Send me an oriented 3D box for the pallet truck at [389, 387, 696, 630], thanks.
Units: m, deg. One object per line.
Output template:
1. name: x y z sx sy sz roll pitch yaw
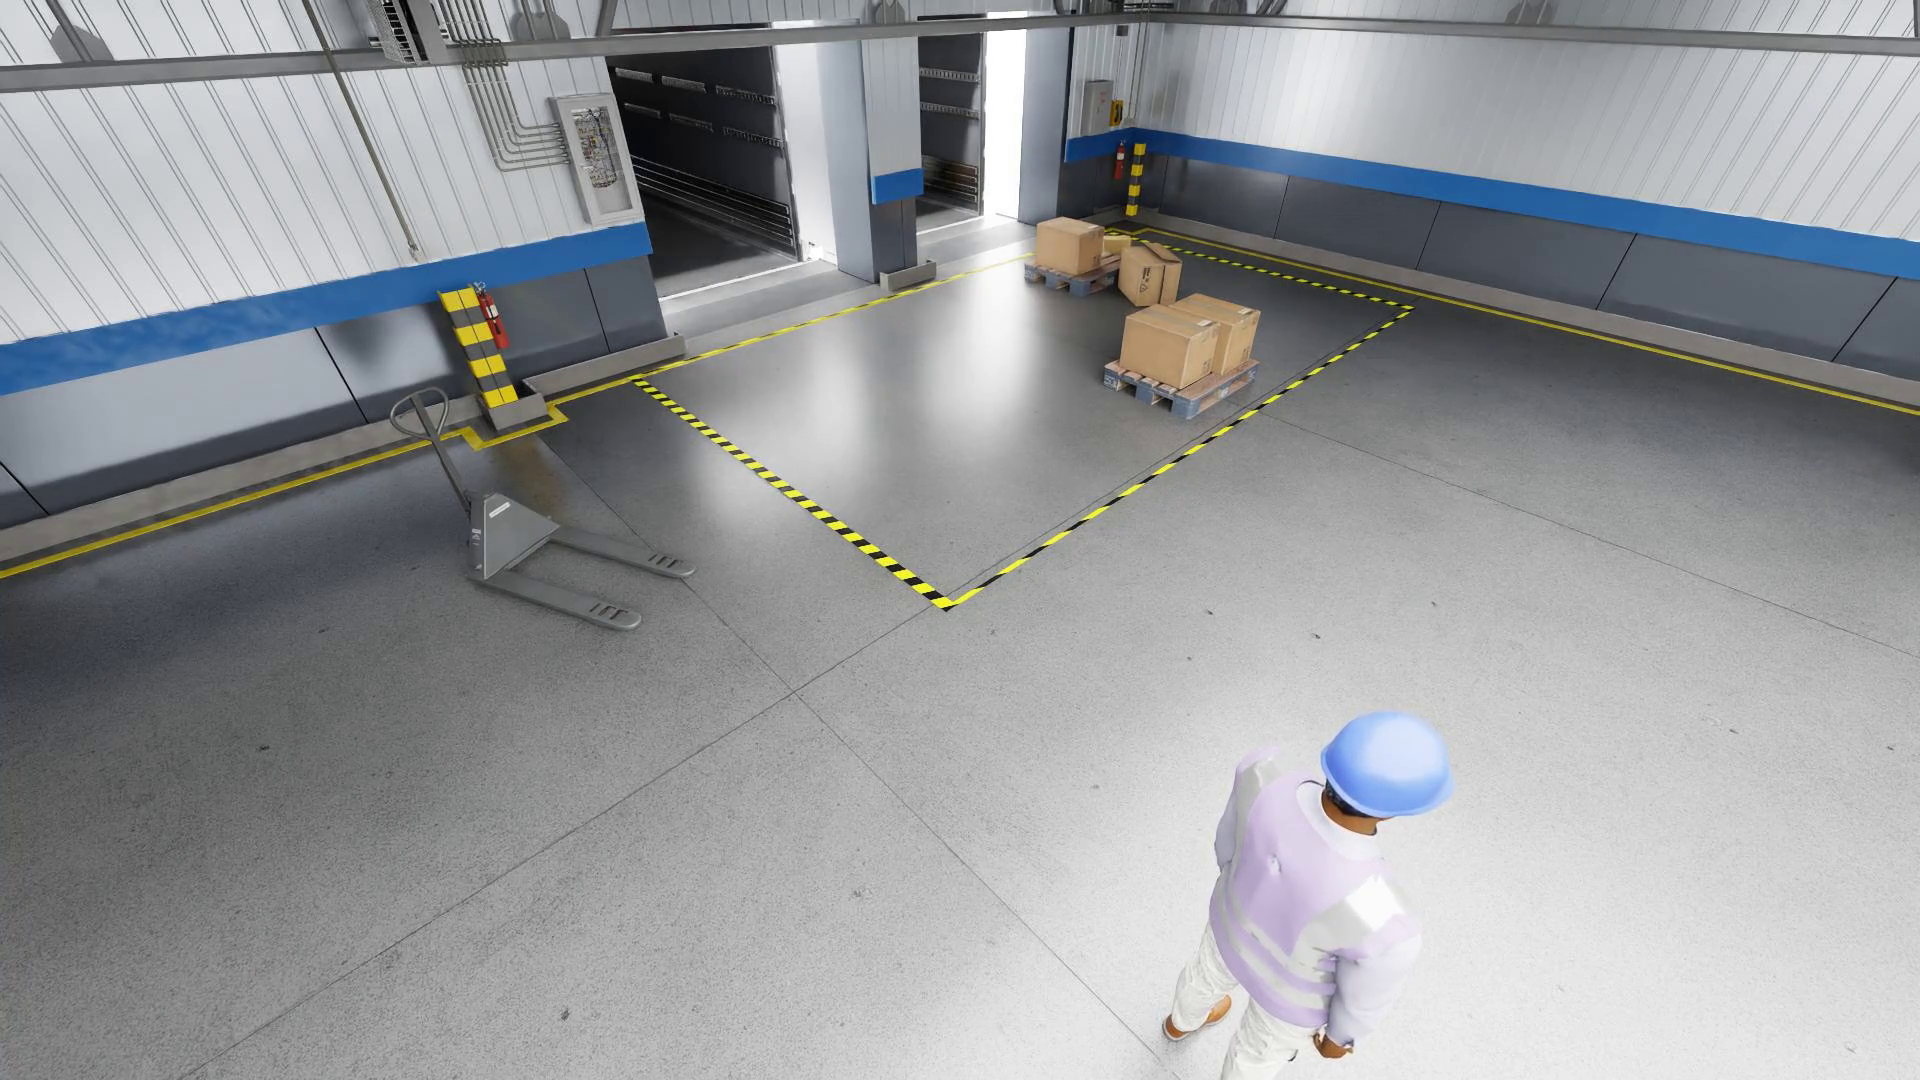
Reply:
1. pallet truck: -2.613 -0.247 4.593 1.601 1.201 0.680 14 40 17

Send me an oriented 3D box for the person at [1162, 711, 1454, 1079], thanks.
1. person: 0.944 1.184 2.162 0.383 1.948 0.600 -12 39 -15
